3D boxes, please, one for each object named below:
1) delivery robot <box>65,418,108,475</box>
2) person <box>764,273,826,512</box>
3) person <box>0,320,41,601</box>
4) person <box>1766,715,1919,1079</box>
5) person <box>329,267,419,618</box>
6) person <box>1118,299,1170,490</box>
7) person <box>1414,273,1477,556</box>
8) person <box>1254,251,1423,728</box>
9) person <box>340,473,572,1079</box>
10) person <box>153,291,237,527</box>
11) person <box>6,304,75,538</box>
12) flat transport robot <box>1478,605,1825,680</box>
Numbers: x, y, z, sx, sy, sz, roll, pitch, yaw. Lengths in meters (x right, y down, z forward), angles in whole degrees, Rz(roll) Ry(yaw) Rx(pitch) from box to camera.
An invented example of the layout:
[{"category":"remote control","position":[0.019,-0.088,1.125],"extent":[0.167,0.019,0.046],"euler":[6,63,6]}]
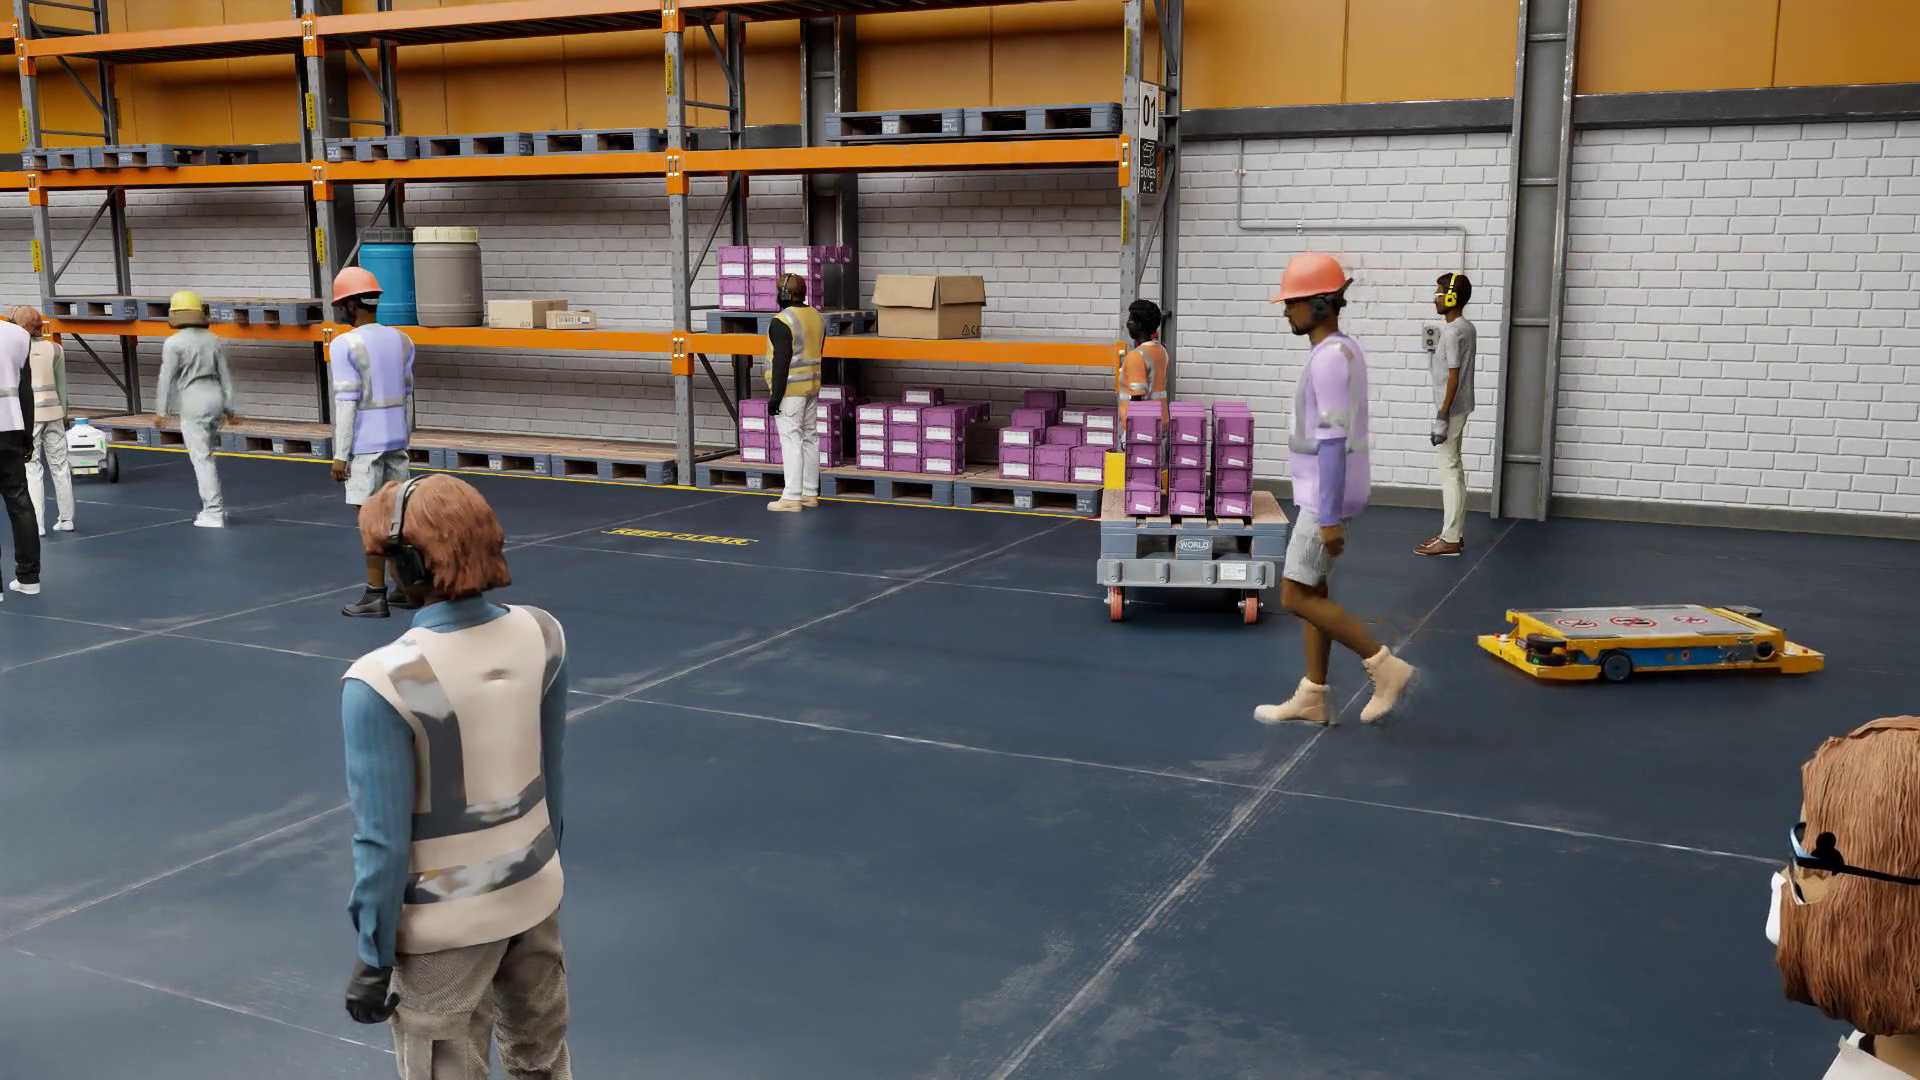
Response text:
[{"category":"delivery robot","position":[-7.648,-0.824,14.509],"extent":[0.477,0.478,0.707],"euler":[-5,11,-27]},{"category":"person","position":[-1.299,-1.142,12.922],"extent":[0.429,1.844,0.623],"euler":[5,11,25]},{"category":"person","position":[-5.608,-0.596,9.588],"extent":[0.393,1.915,0.589],"euler":[5,11,25]},{"category":"person","position":[0.810,0.956,1.506],"extent":[0.283,1.633,0.497],"euler":[5,11,25]},{"category":"person","position":[-3.251,-0.531,9.176],"extent":[0.368,1.929,0.542],"euler":[5,11,25]},{"category":"person","position":[1.213,-0.740,11.035],"extent":[0.319,1.696,0.532],"euler":[5,11,25]},{"category":"person","position":[3.236,-0.828,11.040],"extent":[0.329,1.872,0.510],"euler":[5,11,25]},{"category":"person","position":[1.562,-0.176,6.885],"extent":[0.613,2.019,0.605],"euler":[4,11,20]},{"category":"person","position":[-0.889,0.690,3.012],"extent":[0.308,1.640,0.511],"euler":[5,11,25]},{"category":"person","position":[-5.613,-0.954,12.192],"extent":[0.569,1.720,0.513],"euler":[4,11,21]},{"category":"person","position":[-6.524,-0.835,11.740],"extent":[0.308,1.641,0.511],"euler":[5,11,25]},{"category":"flat transport robot","position":[3.343,0.487,8.088],"extent":[1.431,0.197,0.652],"euler":[-1,10,-7]}]
